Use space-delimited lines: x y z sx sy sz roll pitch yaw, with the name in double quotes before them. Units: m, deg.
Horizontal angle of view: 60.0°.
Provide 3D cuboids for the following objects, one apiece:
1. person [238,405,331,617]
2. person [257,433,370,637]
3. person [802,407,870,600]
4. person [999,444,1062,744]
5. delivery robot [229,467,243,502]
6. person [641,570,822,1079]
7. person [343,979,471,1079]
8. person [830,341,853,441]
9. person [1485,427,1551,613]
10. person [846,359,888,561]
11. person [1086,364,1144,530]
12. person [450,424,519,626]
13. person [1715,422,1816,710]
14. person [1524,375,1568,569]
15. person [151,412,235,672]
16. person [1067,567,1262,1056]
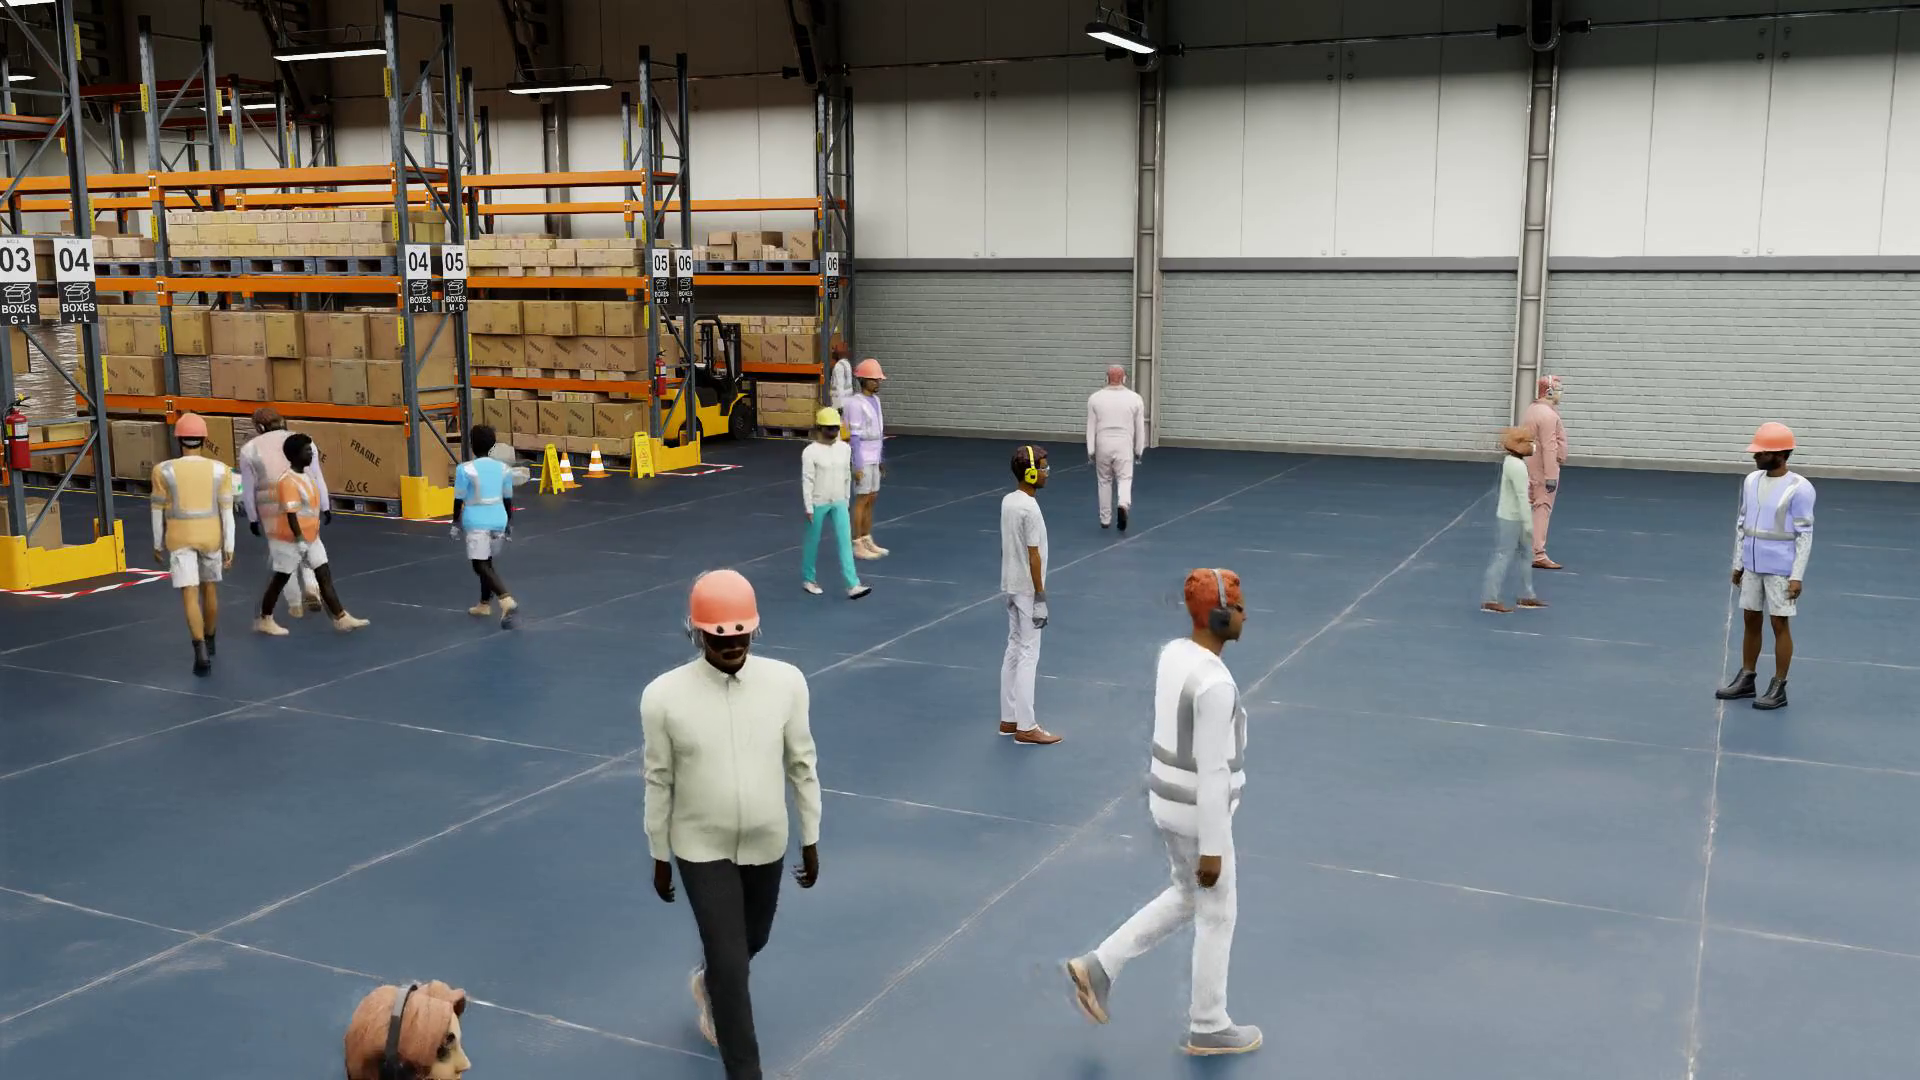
"person" -5.675 -0.228 14.020 0.702 1.811 0.492 -5 10 -27
"person" -5.253 -0.031 13.291 0.892 1.642 0.546 0 9 2
"person" -1.152 -0.322 14.839 0.546 1.714 0.917 -6 11 -35
"person" 0.425 0.336 10.374 0.324 1.871 0.526 -3 10 -21
"delivery robot" -8.801 -0.631 20.037 0.707 0.478 0.477 4 10 25
"person" -0.823 1.031 5.901 0.617 1.955 0.996 -4 10 -24
"person" -1.006 1.627 3.259 0.803 1.602 0.527 -2 9 -10
"person" -1.717 -2.113 25.446 0.843 1.862 0.585 2 9 11
"person" 4.847 -0.164 14.234 0.684 1.608 0.518 2 9 11
"person" -0.919 -0.820 16.937 0.393 2.039 0.615 3 10 19
"person" 1.744 -1.028 18.717 0.652 1.887 0.709 1 9 6
"person" -3.909 -0.126 13.825 0.781 1.667 0.535 7 11 35
"person" 5.427 0.173 11.180 0.376 1.933 0.545 -4 10 -21
"person" 5.796 -0.675 16.463 0.408 1.906 0.653 1 9 4
"person" -5.673 0.003 12.362 0.547 1.898 0.980 -6 11 -33
"person" 0.794 1.023 6.168 0.649 1.866 0.585 -2 10 -13
